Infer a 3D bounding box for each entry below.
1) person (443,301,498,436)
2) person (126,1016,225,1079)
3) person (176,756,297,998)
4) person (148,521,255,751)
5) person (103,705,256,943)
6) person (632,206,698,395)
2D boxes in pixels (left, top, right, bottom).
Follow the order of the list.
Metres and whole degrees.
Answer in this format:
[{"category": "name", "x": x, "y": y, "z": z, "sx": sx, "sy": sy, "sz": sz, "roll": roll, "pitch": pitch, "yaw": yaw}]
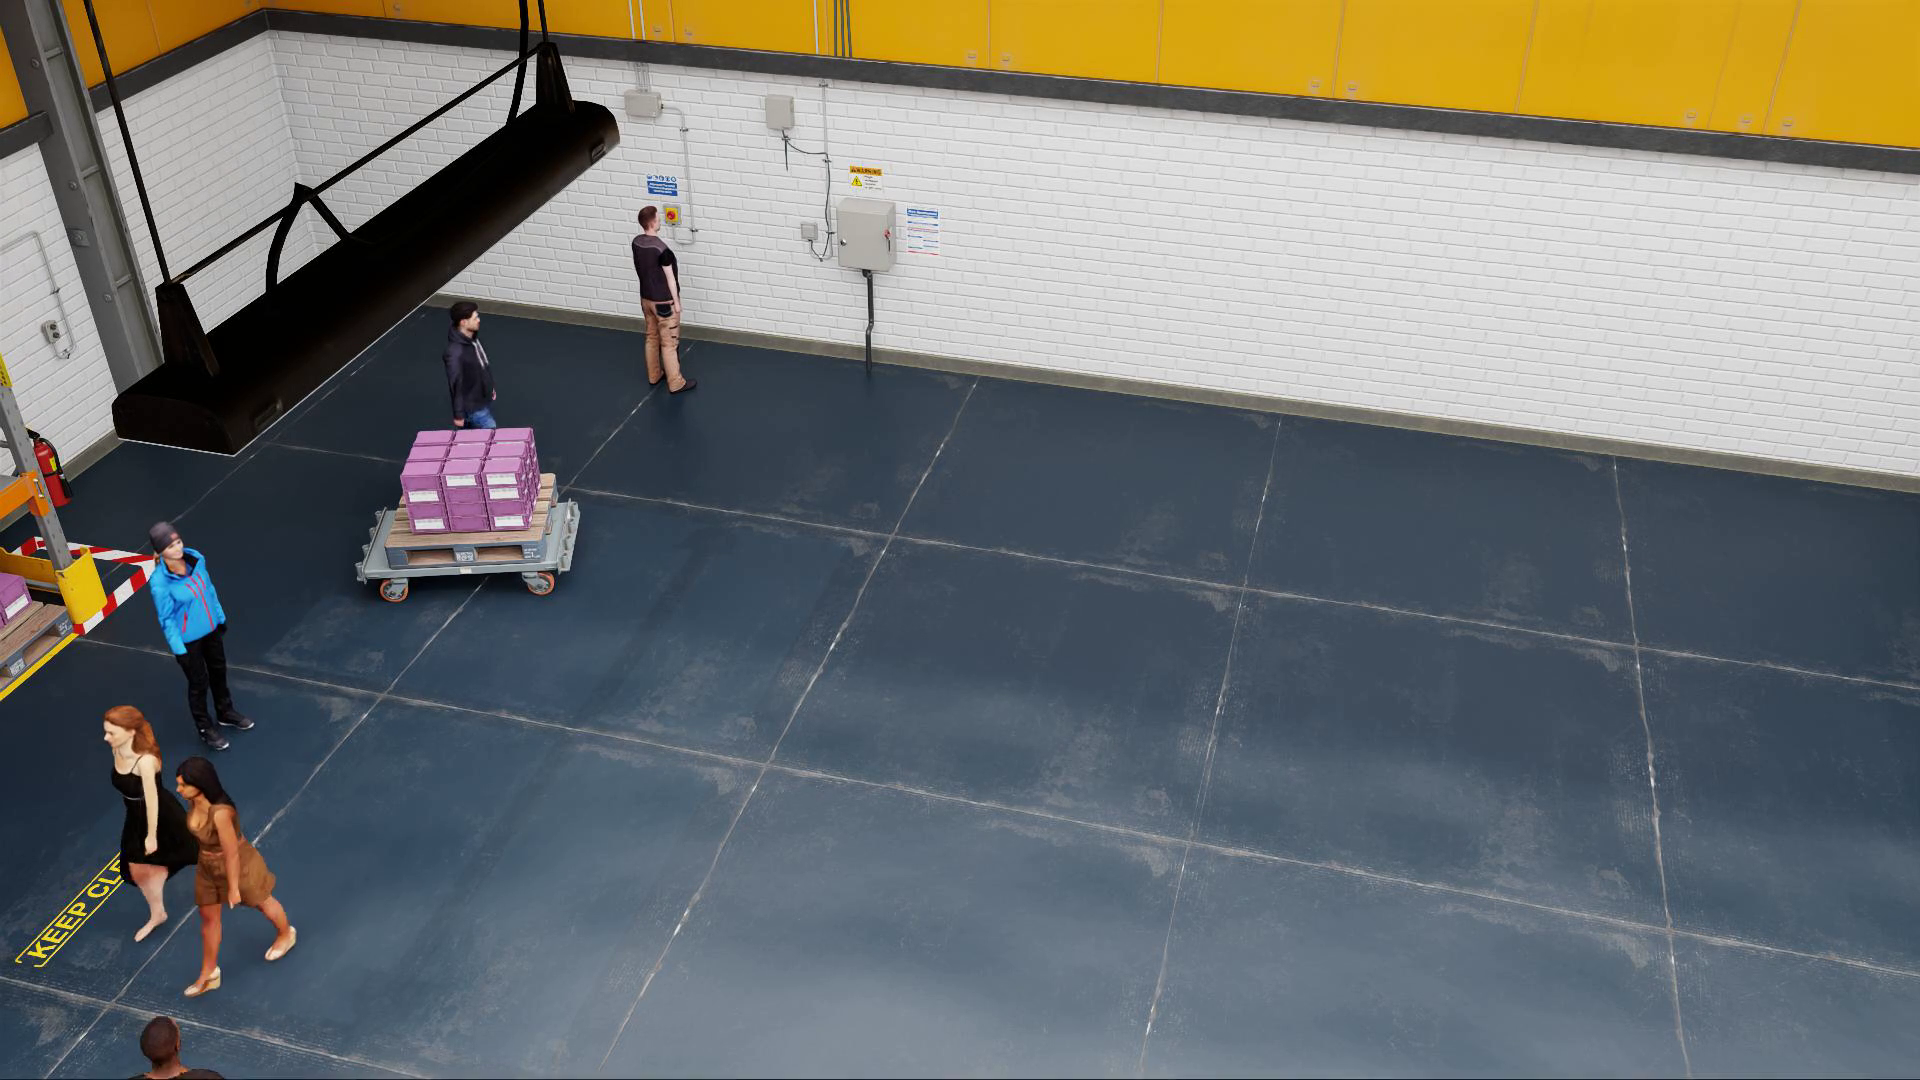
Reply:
[{"category": "person", "x": -4.193, "y": -1.148, "z": 14.005, "sx": 0.995, "sy": 1.857, "sz": 1.205, "roll": -2, "pitch": 34, "yaw": -2}, {"category": "person", "x": -3.627, "y": 3.001, "z": 7.824, "sx": 0.884, "sy": 1.790, "sz": 0.993, "roll": -7, "pitch": 34, "yaw": -10}, {"category": "person", "x": -4.155, "y": 1.864, "z": 9.649, "sx": 0.796, "sy": 1.663, "sz": 1.001, "roll": 22, "pitch": 39, "yaw": 29}, {"category": "person", "x": -5.238, "y": 0.636, "z": 11.378, "sx": 0.703, "sy": 1.794, "sz": 0.511, "roll": 13, "pitch": 36, "yaw": 19}, {"category": "person", "x": -4.764, "y": 1.636, "z": 10.057, "sx": 0.755, "sy": 1.591, "sz": 1.115, "roll": 19, "pitch": 38, "yaw": 26}, {"category": "person", "x": -2.857, "y": -2.287, "z": 15.731, "sx": 0.768, "sy": 1.842, "sz": 0.753, "roll": 26, "pitch": 41, "yaw": 33}]
